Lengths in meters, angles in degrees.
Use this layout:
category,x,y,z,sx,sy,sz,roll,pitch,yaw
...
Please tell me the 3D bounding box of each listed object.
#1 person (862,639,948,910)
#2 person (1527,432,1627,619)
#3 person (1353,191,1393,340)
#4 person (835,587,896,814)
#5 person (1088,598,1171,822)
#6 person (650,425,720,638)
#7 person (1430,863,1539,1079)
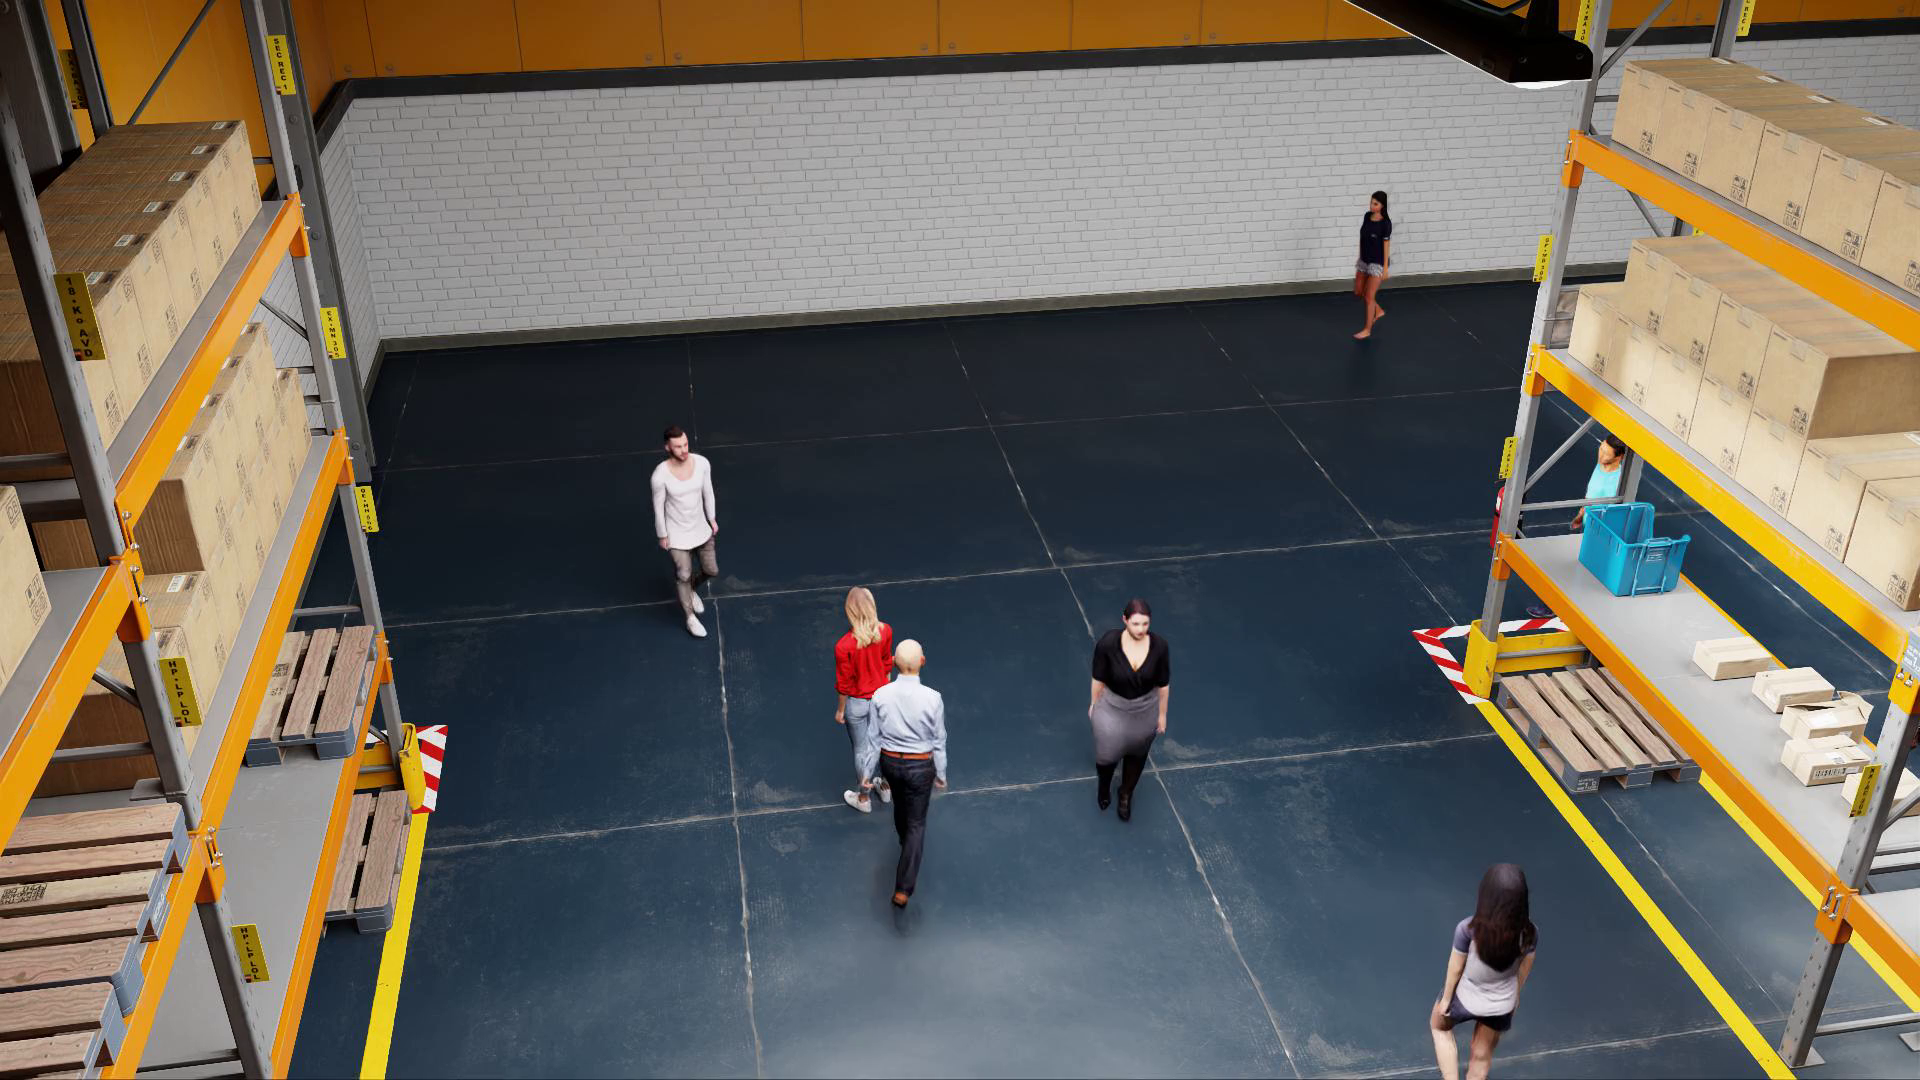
category,x,y,z,sx,sy,sz,roll,pitch,yaw
person,-0.333,1.498,10.388,0.983,1.755,1.268,4,29,7
person,5.196,-0.053,13.257,1.068,1.729,1.204,9,30,16
person,4.736,-3.135,18.895,0.805,1.742,0.811,-14,31,-23
person,-0.630,1.078,11.211,0.686,1.704,0.663,-20,34,-32
person,1.108,1.098,11.133,0.699,1.743,0.660,-1,29,-3
person,-2.213,-0.118,13.267,0.847,1.834,0.907,-19,34,-31
person,2.749,2.446,8.707,0.652,1.699,0.634,-1,29,-2
